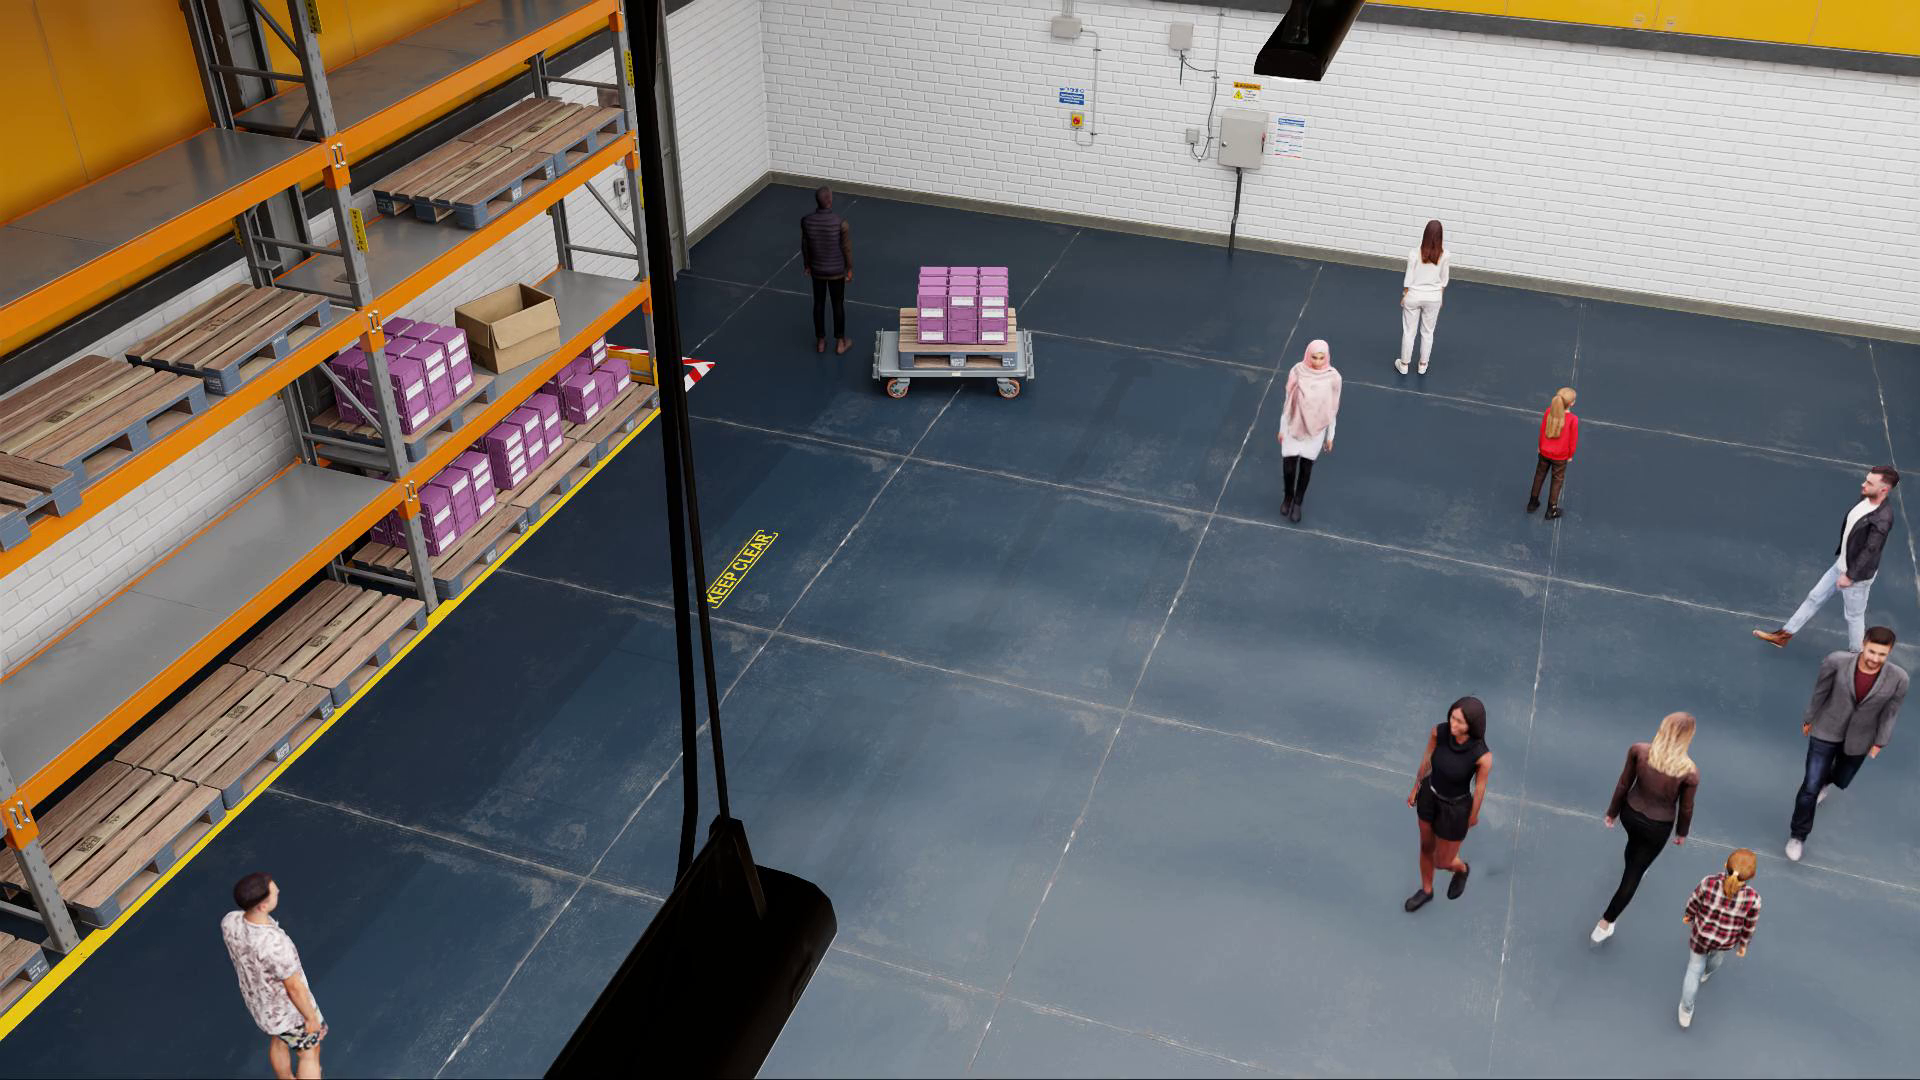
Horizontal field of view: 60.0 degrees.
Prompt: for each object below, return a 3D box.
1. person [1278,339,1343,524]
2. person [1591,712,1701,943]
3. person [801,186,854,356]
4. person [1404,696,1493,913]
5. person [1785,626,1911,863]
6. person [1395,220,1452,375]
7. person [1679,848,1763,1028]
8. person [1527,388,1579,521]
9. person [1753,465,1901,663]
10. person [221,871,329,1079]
[{"bbox_3d":[3.060,-1.000,14.749,0.700,1.792,0.672,6,34,9],"label":"person"},{"bbox_3d":[4.327,1.859,10.574,0.939,1.653,1.203,28,43,35],"label":"person"},{"bbox_3d":[-1.395,-2.836,17.472,0.707,1.835,0.581,8,34,12],"label":"person"},{"bbox_3d":[3.188,1.695,10.755,0.836,1.726,0.766,-24,40,-31],"label":"person"},{"bbox_3d":[5.986,1.281,11.276,0.793,1.838,1.197,16,37,22],"label":"person"},{"bbox_3d":[4.764,-2.498,17.096,0.658,1.688,0.635,2,34,3],"label":"person"},{"bbox_3d":[4.565,2.417,10.077,0.614,1.272,0.905,16,37,23],"label":"person"},{"bbox_3d":[5.328,-0.790,14.895,0.571,1.281,0.605,29,43,36],"label":"person"},{"bbox_3d":[7.023,0.240,12.872,0.867,1.806,1.034,5,34,8],"label":"person"},{"bbox_3d":[-3.841,2.577,9.351,0.720,1.810,0.647,19,38,26],"label":"person"}]
